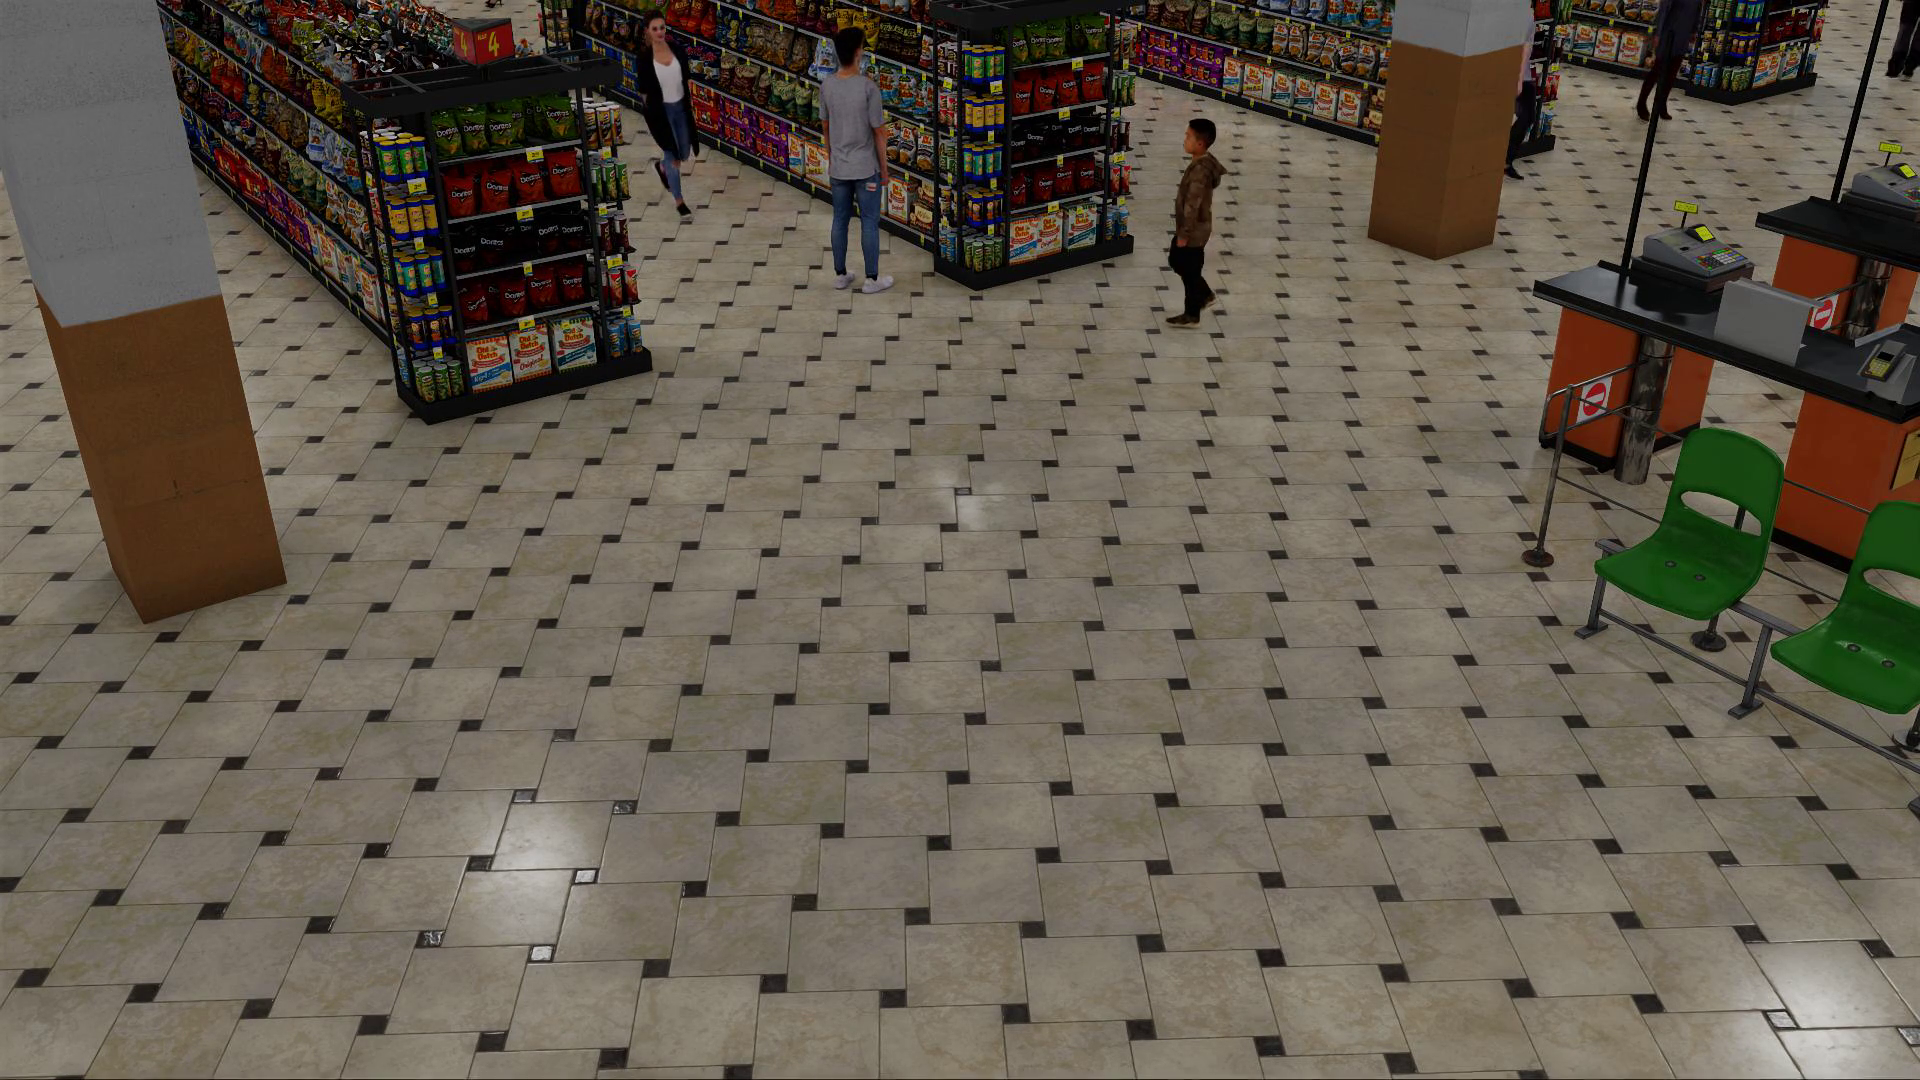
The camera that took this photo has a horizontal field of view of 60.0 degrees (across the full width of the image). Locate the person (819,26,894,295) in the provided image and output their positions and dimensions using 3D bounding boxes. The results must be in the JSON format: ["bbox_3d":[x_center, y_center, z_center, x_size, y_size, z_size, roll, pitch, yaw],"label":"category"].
[{"bbox_3d":[-0.760,-2.715,11.941,0.692,1.887,0.815,13,31,22],"label":"person"}]

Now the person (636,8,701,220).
[{"bbox_3d":[-2.422,-3.489,13.592,0.632,1.662,0.912,-18,33,-30],"label":"person"}]

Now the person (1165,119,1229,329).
[{"bbox_3d":[1.658,-2.141,11.351,0.768,1.445,0.703,3,29,6],"label":"person"}]

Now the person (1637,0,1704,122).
[{"bbox_3d":[6.937,-4.918,16.176,0.671,1.696,0.682,-11,30,-18],"label":"person"}]
